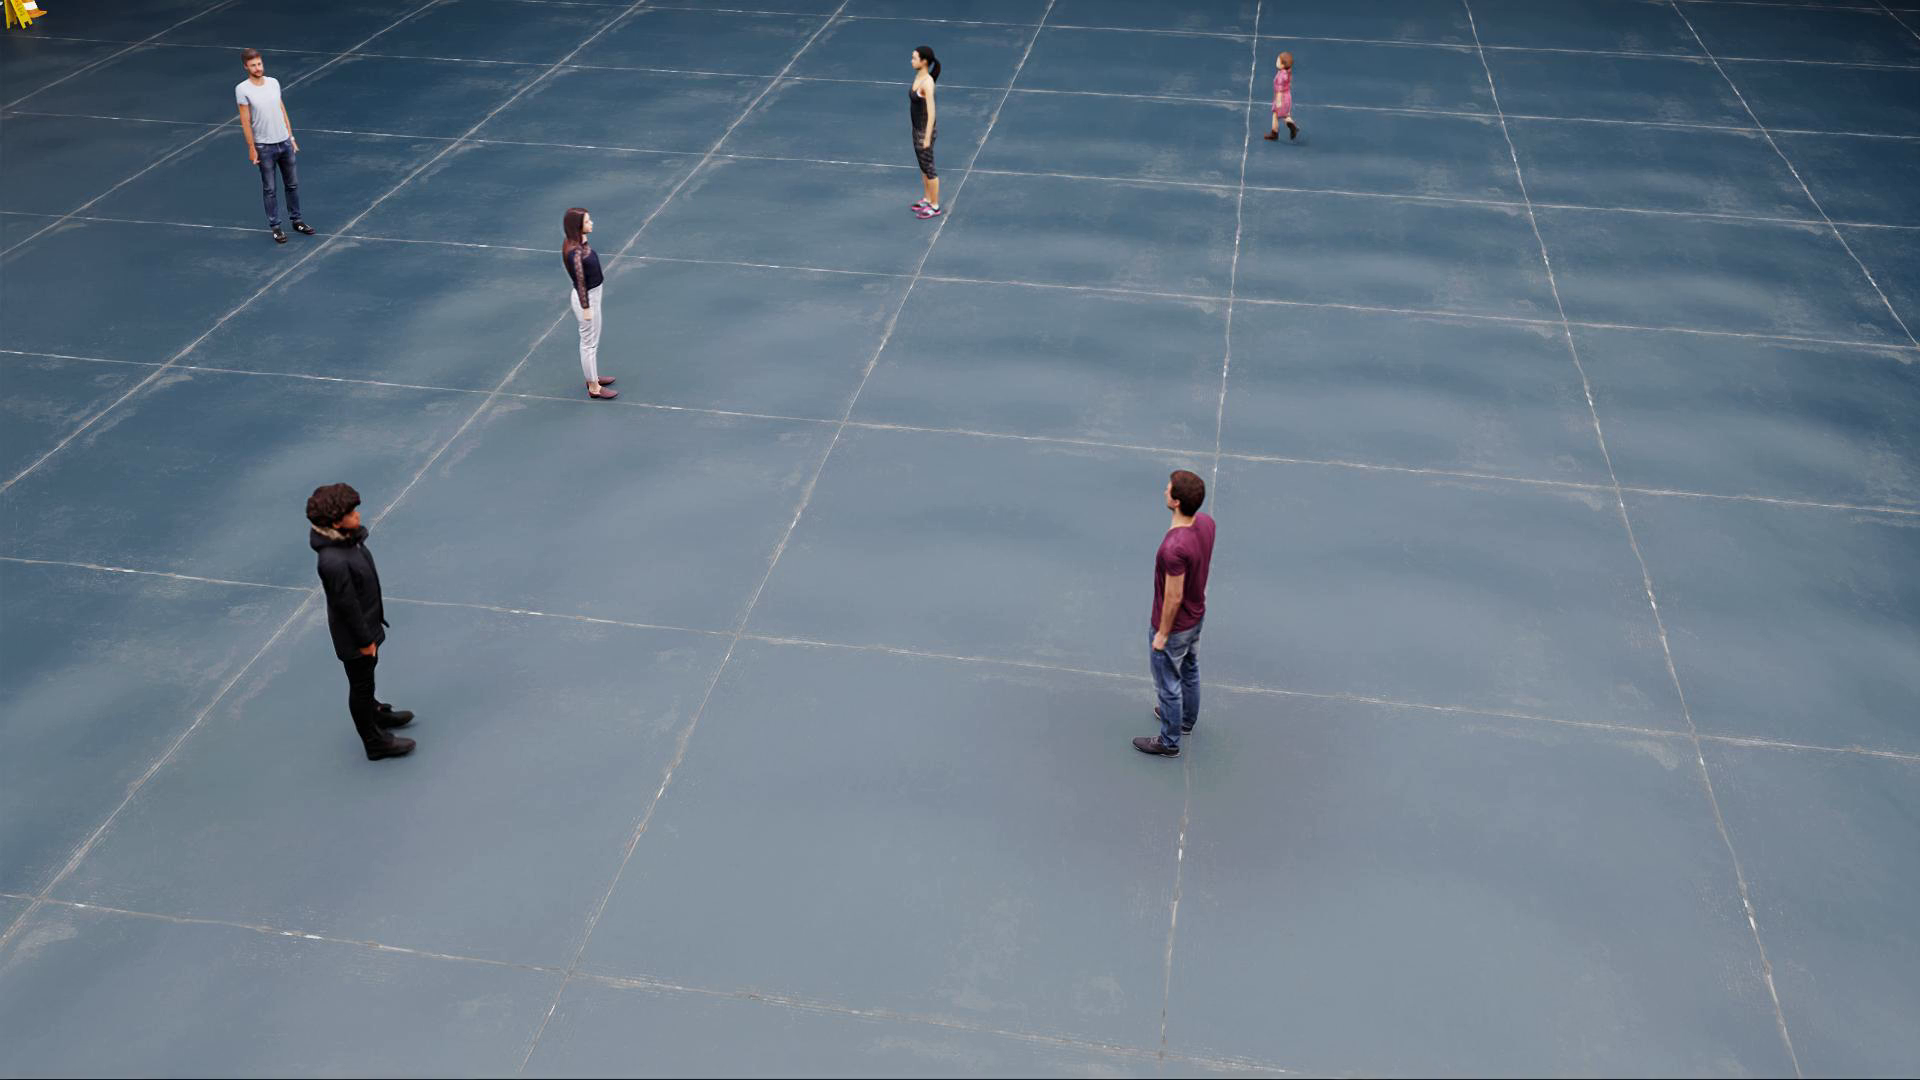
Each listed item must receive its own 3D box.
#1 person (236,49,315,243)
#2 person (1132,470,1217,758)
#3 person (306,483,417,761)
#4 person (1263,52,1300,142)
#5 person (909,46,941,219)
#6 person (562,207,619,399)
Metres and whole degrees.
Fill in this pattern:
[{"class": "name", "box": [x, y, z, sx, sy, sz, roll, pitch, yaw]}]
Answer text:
[{"class": "person", "box": [-6.775, -3.896, 16.367, 0.721, 1.866, 0.722, 25, 40, 34]}, {"class": "person", "box": [1.258, 0.423, 9.532, 0.696, 1.854, 0.727, 18, 37, 26]}, {"class": "person", "box": [-3.479, 0.464, 9.543, 0.698, 1.773, 0.697, -8, 33, -12]}, {"class": "person", "box": [3.718, -5.049, 18.992, 0.686, 1.016, 0.550, 17, 36, 25]}, {"class": "person", "box": [-0.347, -4.152, 16.902, 0.664, 1.728, 0.654, -9, 33, -13]}, {"class": "person", "box": [-3.010, -1.932, 13.497, 0.652, 1.607, 0.671, -7, 33, -11]}]
